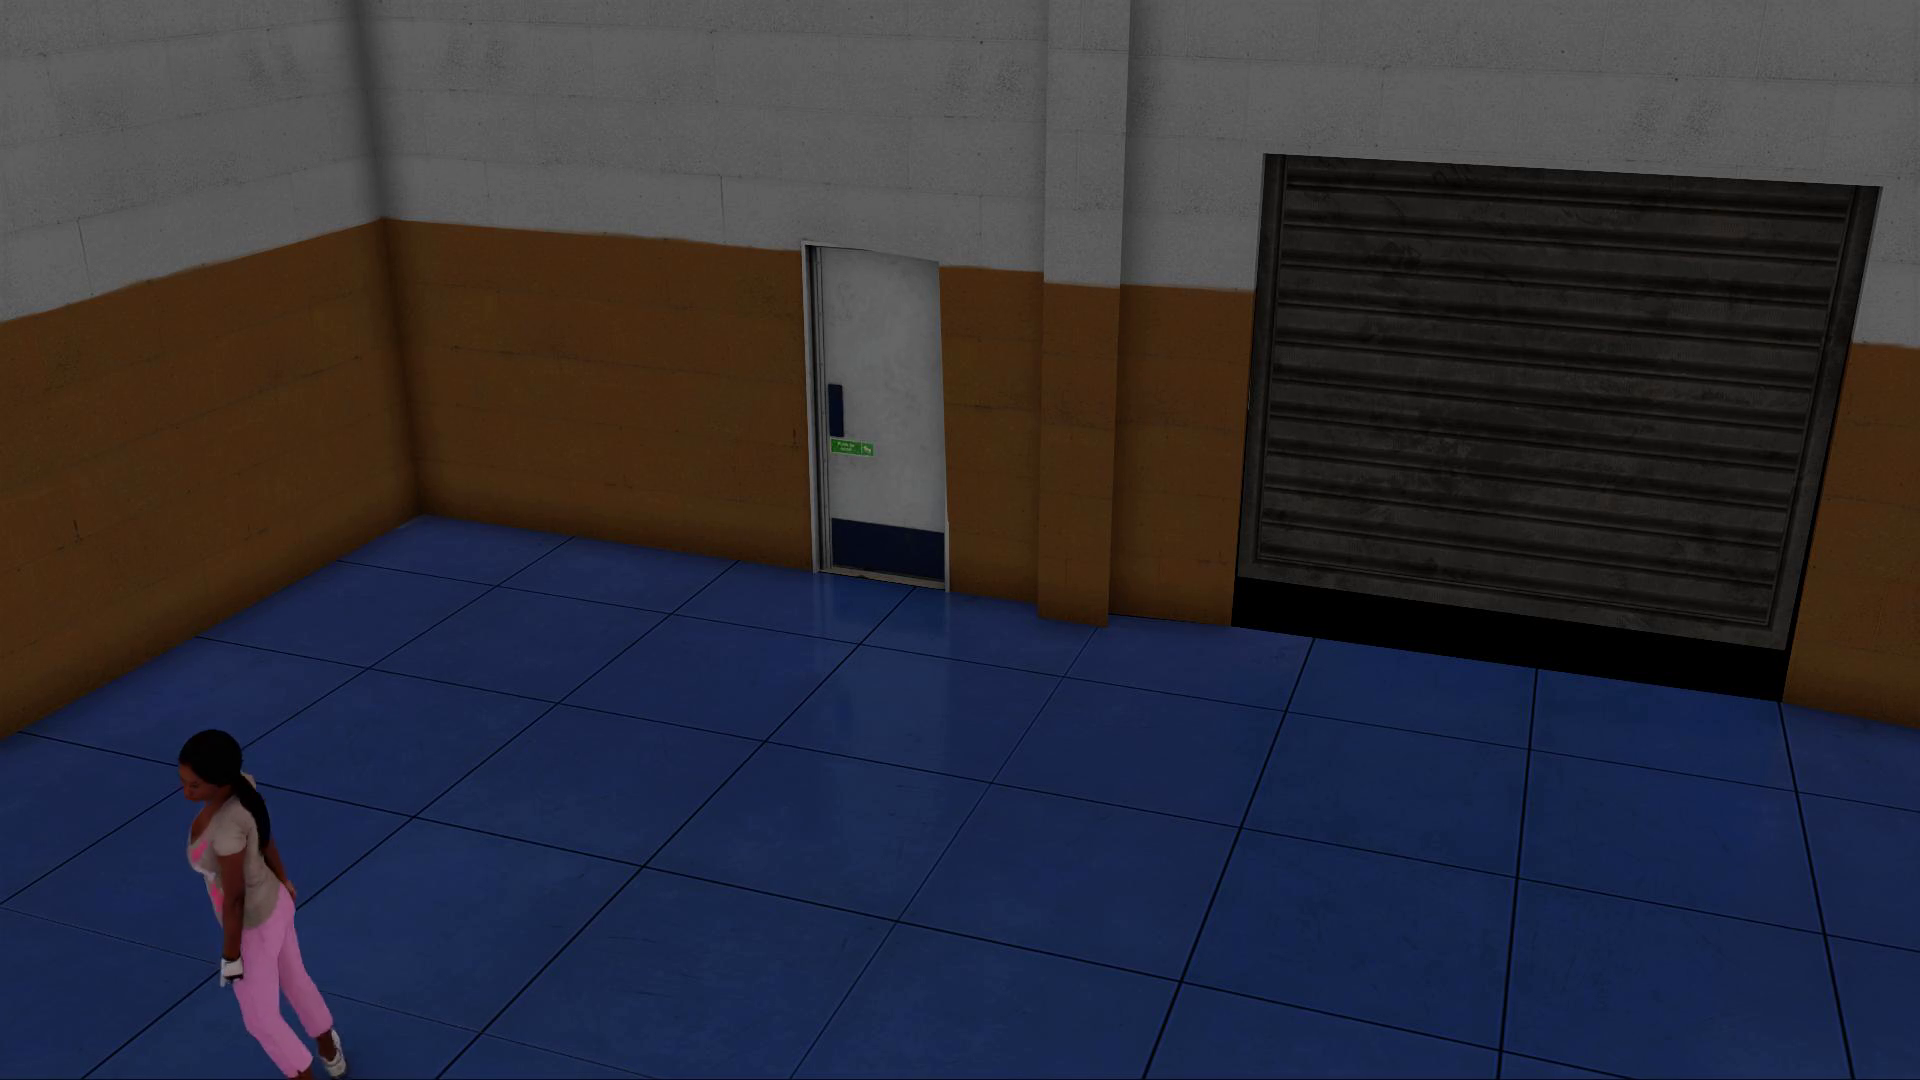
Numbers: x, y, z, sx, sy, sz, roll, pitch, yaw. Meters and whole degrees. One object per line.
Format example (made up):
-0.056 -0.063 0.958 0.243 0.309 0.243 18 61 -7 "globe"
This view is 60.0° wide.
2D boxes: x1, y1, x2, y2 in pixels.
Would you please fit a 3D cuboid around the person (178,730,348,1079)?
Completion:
-2.572 1.408 6.214 0.829 1.717 0.866 0 22 0 "person"
